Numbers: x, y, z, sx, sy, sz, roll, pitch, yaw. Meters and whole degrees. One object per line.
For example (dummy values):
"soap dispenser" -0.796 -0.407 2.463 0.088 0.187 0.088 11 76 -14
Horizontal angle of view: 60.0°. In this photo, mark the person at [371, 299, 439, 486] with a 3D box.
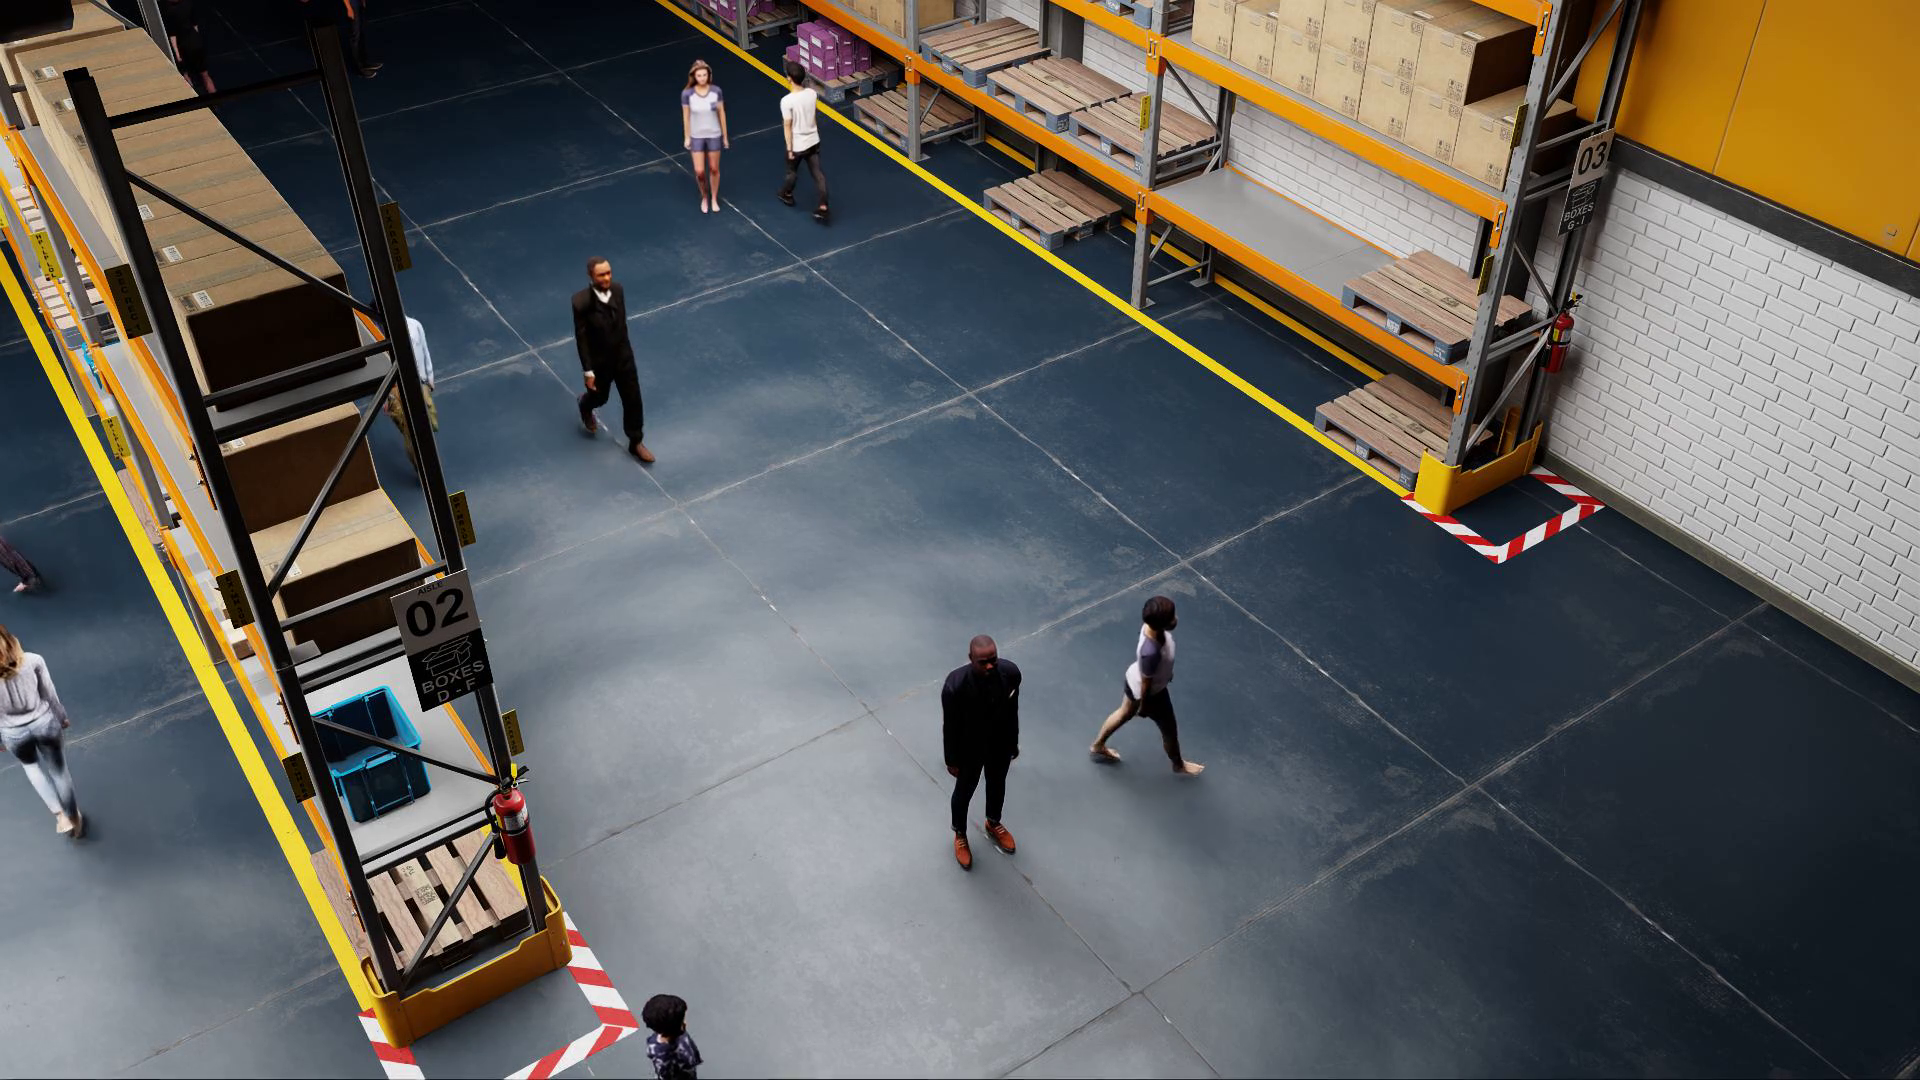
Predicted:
"person" -4.647 -1.278 13.813 0.725 1.797 0.869 -27 46 -30

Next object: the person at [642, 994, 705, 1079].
"person" -1.583 2.904 9.016 0.659 1.247 0.590 3 39 4

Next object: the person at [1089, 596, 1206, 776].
"person" 1.200 0.979 11.208 1.033 1.520 1.026 3 39 4

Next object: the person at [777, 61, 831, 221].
"person" -1.607 -4.166 17.524 0.657 1.679 1.092 -26 45 -29

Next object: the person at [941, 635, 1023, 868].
"person" 0.139 1.302 10.565 0.727 1.819 0.652 -17 41 -20

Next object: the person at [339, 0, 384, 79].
"person" -7.513 -6.642 20.533 0.777 1.793 0.688 2 39 2

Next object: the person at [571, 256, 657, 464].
"person" -3.041 -1.564 14.107 0.721 1.877 1.191 -27 46 -29

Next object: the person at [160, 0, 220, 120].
"person" -8.963 -5.726 19.470 0.821 1.688 0.733 22 44 25

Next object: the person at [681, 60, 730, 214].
"person" -2.715 -4.317 17.682 0.717 1.717 0.723 -8 39 -10

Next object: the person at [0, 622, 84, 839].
"person" -5.914 1.281 10.618 0.631 1.785 0.675 -21 43 -25
